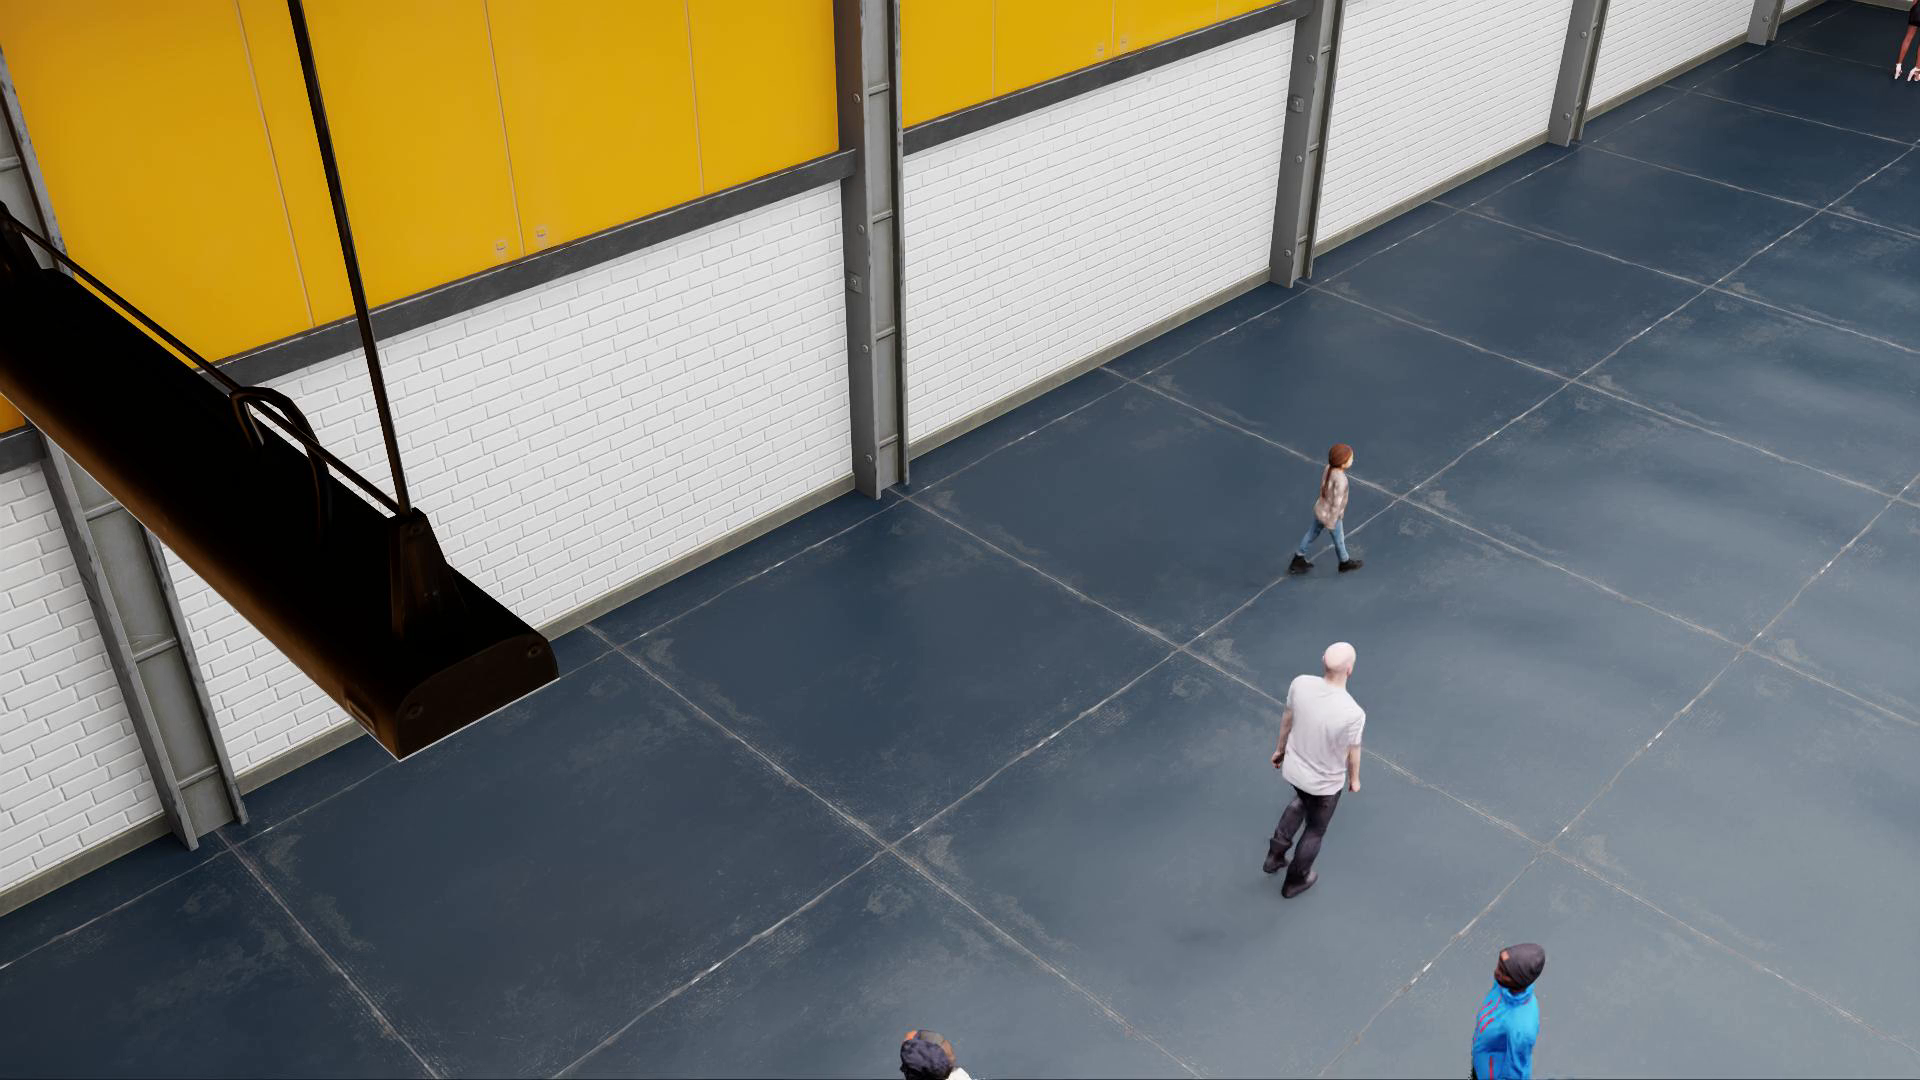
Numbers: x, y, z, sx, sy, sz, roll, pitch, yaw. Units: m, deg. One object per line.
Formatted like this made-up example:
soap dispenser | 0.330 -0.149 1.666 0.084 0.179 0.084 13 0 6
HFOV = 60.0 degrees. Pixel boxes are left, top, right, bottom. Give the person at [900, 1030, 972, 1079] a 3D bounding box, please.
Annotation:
person | 0.043 2.985 7.548 0.925 1.861 0.883 7 34 11

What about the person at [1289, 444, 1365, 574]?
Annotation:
person | 2.834 -0.223 12.997 0.897 1.171 0.782 -6 34 -8

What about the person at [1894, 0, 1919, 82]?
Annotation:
person | 13.377 -7.287 23.067 0.527 1.789 0.564 -28 43 -35

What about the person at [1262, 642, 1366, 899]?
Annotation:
person | 2.045 1.445 9.914 0.683 1.807 0.696 -23 40 -30
